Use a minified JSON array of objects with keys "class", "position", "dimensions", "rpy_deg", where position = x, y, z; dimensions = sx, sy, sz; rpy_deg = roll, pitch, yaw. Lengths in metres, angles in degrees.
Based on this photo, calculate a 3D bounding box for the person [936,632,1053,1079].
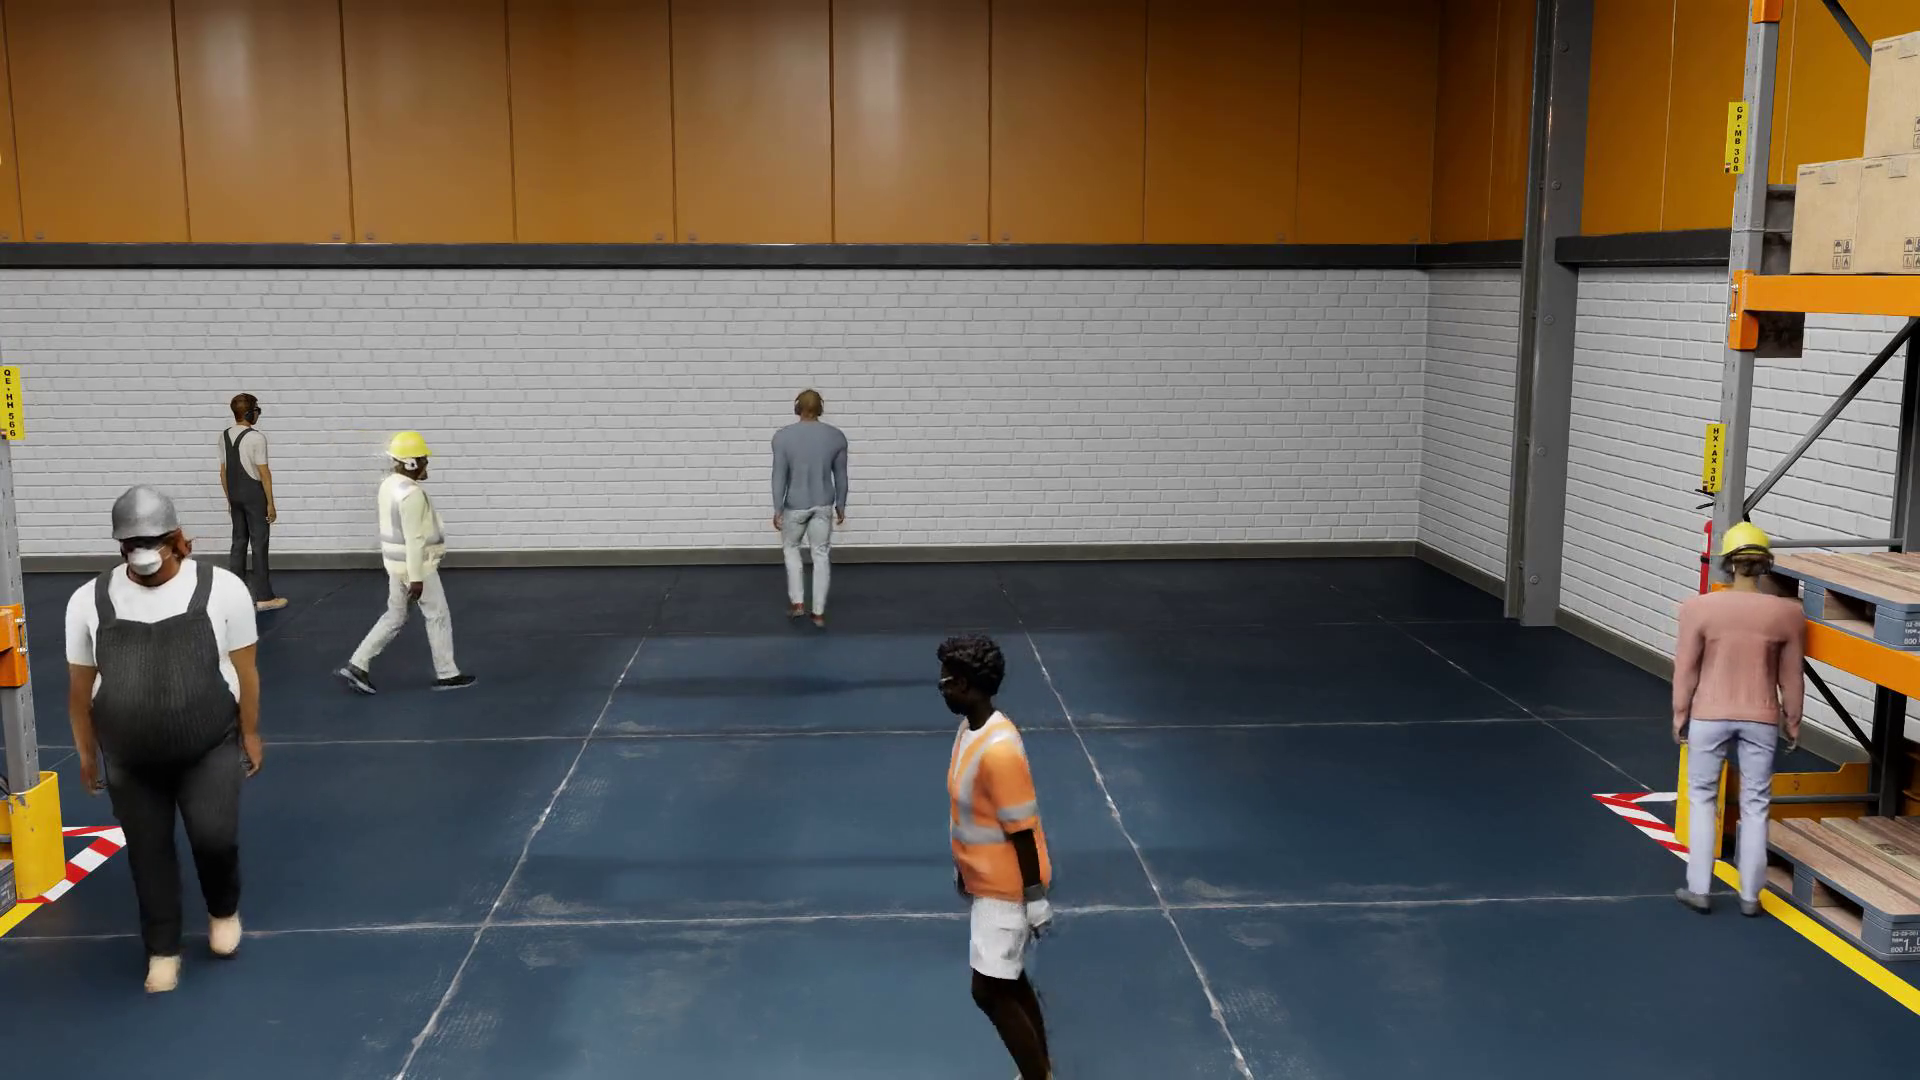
[{"class":"person","position":[0.137,1.127,5.535],"dimensions":[0.438,1.660,0.550],"rpy_deg":[-1,9,-6]}]

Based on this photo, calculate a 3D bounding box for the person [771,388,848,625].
[{"class":"person","position":[-1.244,-0.282,13.604],"dimensions":[0.658,1.916,0.668],"rpy_deg":[-3,10,-18]}]

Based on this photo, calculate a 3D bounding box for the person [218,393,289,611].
[{"class":"person","position":[-6.002,-0.318,14.070],"dimensions":[0.509,1.846,0.342],"rpy_deg":[4,10,21]}]

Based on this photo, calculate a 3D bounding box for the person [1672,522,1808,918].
[{"class":"person","position":[3.456,0.794,7.409],"dimensions":[0.540,1.748,0.394],"rpy_deg":[3,9,16]}]

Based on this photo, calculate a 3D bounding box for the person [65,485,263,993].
[{"class":"person","position":[-3.142,0.778,6.574],"dimensions":[0.701,2.000,0.540],"rpy_deg":[-3,9,-17]}]

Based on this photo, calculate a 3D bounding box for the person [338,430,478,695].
[{"class":"person","position":[-3.758,0.161,11.200],"dimensions":[0.842,1.806,0.599],"rpy_deg":[-7,11,-36]}]
